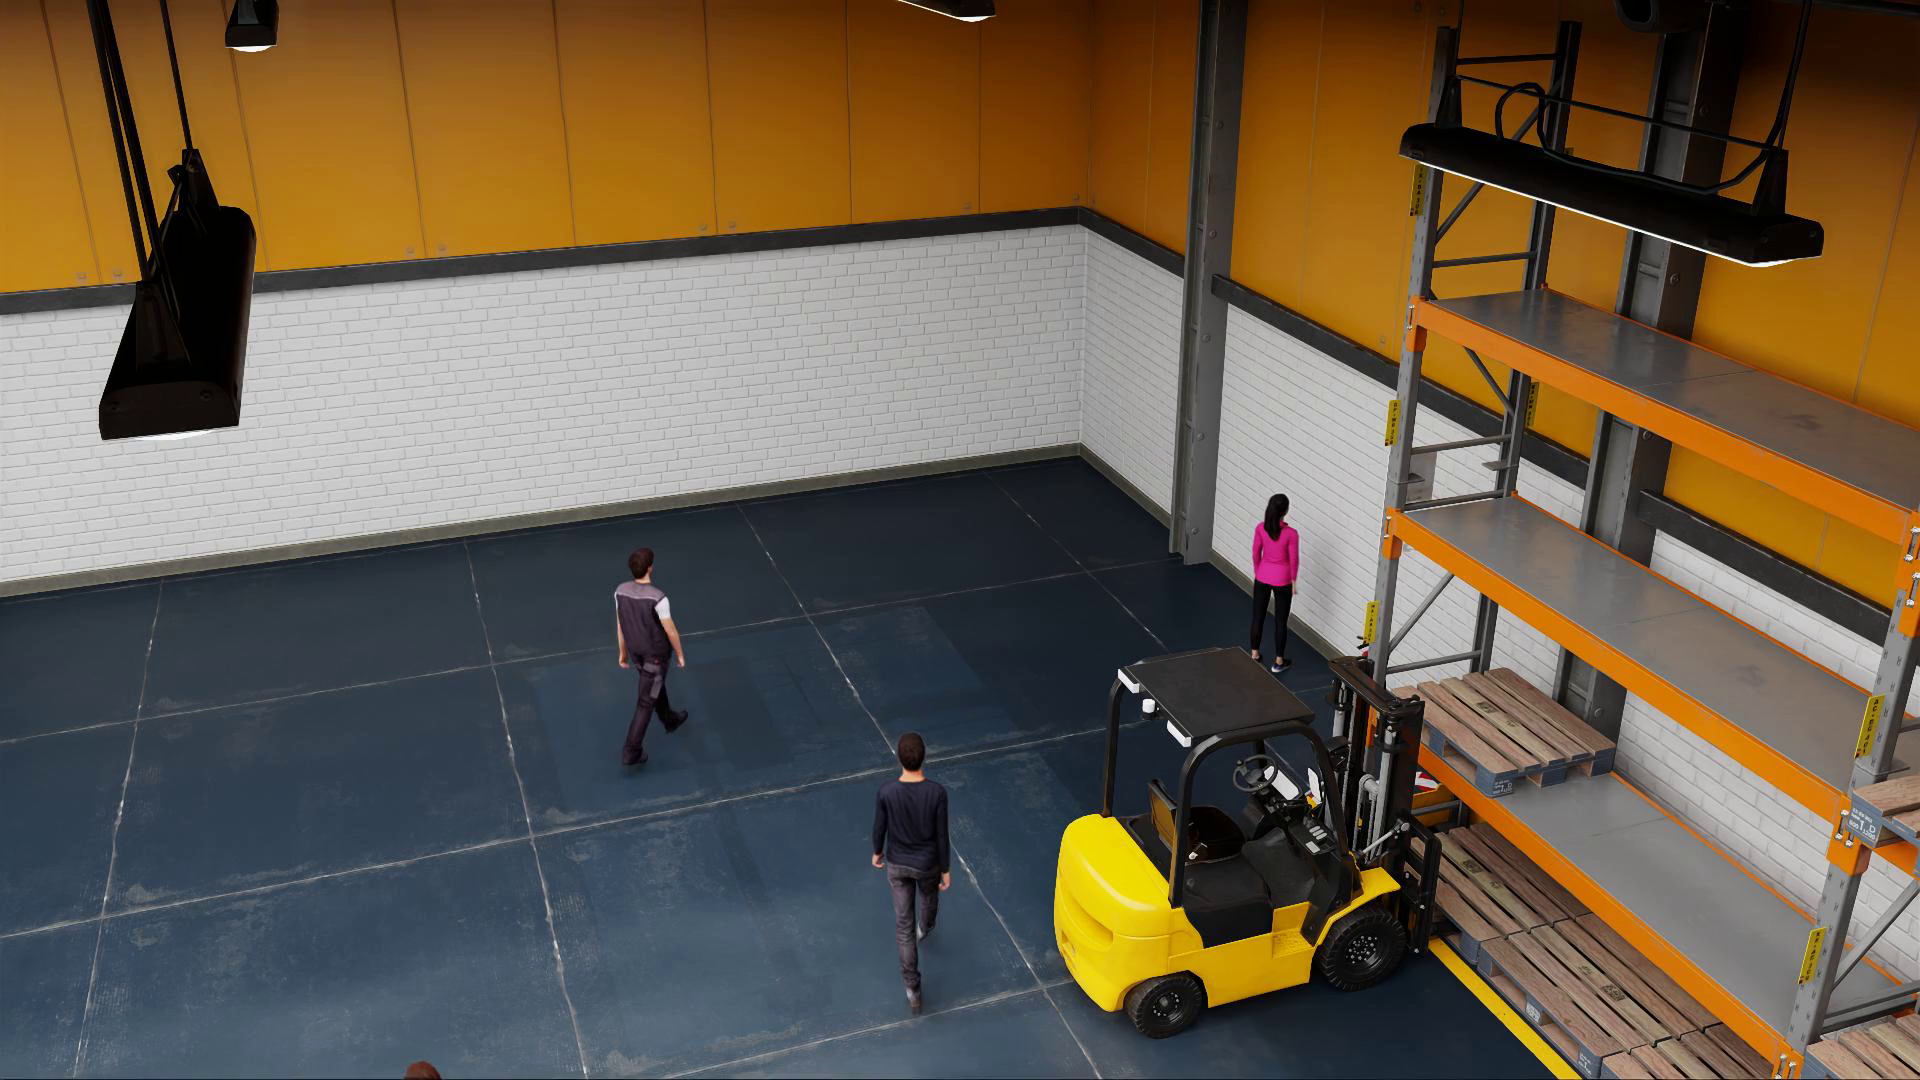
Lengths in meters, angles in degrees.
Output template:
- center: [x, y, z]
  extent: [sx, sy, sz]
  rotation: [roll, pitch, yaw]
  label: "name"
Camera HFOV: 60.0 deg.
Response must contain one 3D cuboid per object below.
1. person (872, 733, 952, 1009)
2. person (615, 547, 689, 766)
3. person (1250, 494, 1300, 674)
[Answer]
- center: [-0.300, 2.170, 10.751]
  extent: [0.935, 1.819, 1.270]
  rotation: [0, 24, -1]
  label: "person"
- center: [-2.579, 0.977, 13.498]
  extent: [1.201, 1.804, 1.240]
  rotation: [11, 26, 24]
  label: "person"
- center: [2.822, 0.377, 15.005]
  extent: [0.670, 1.698, 0.745]
  rotation: [14, 27, 29]
  label: "person"
